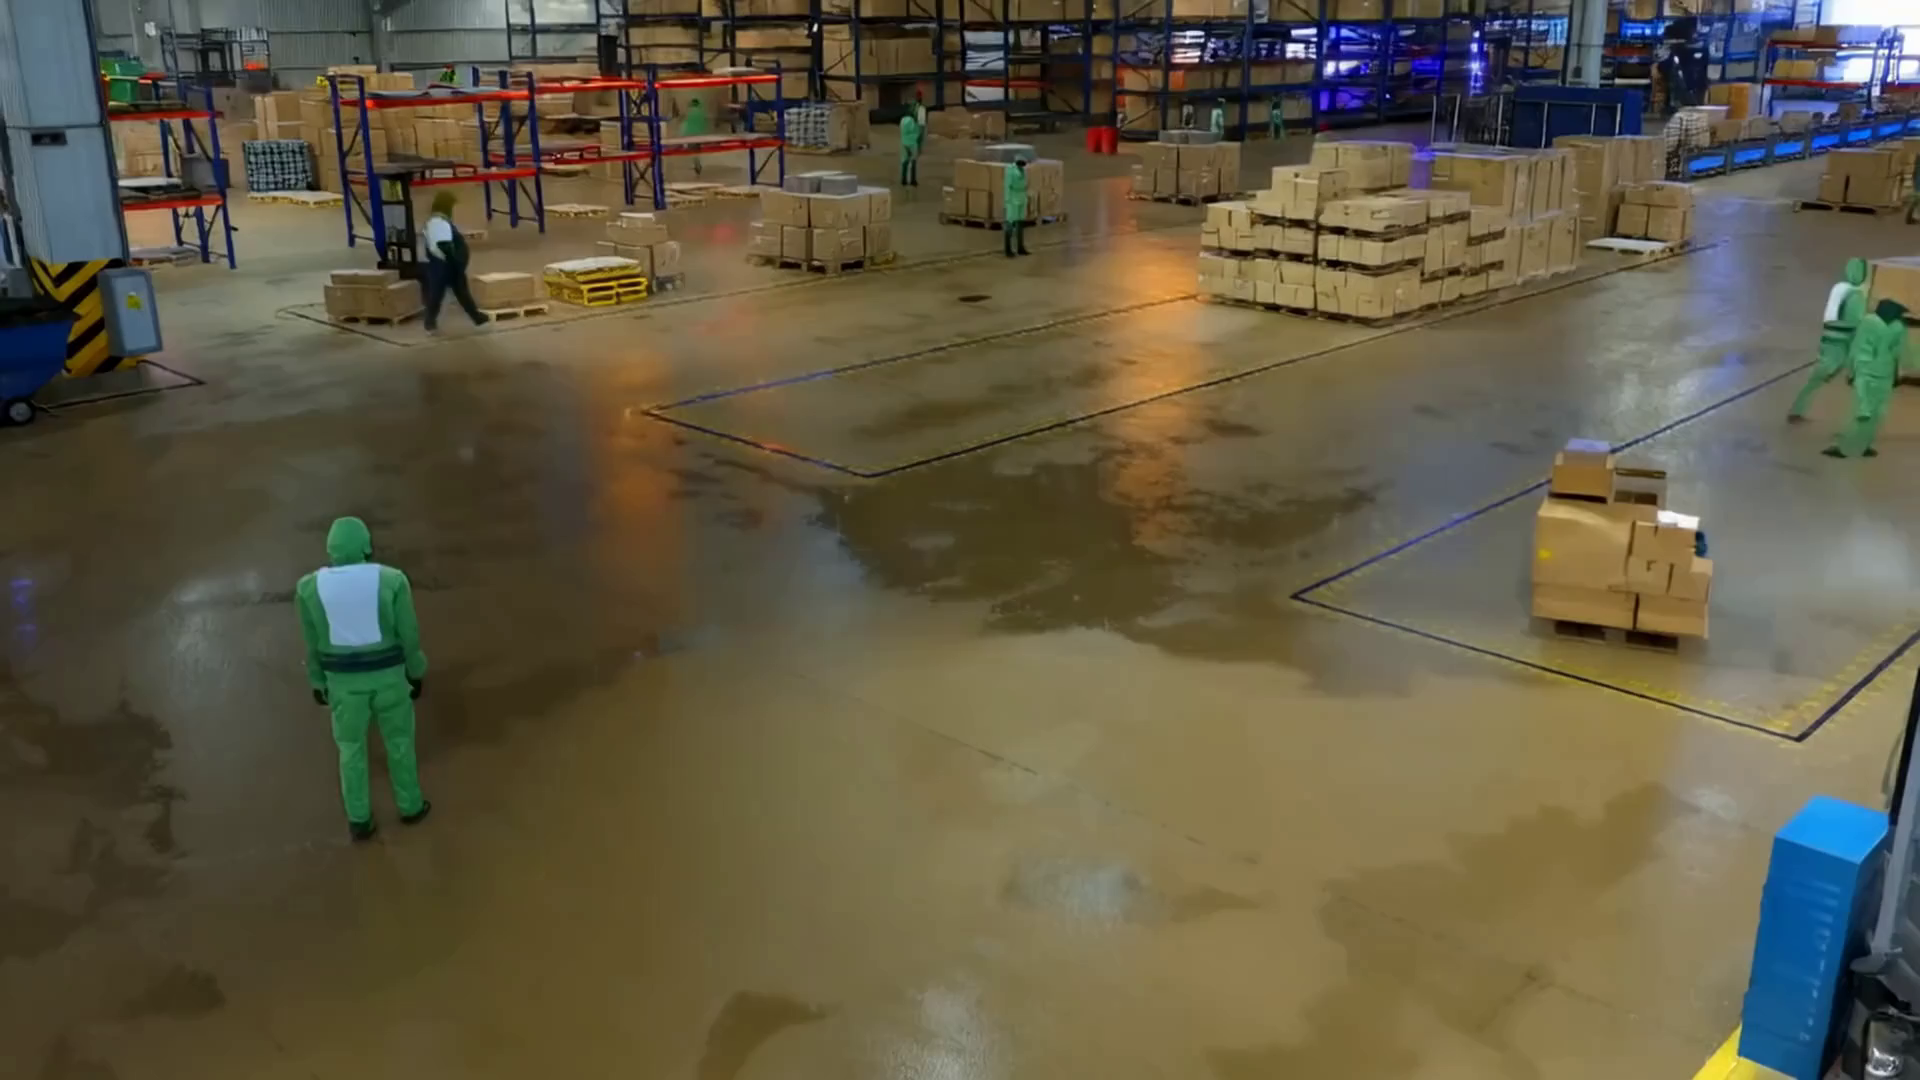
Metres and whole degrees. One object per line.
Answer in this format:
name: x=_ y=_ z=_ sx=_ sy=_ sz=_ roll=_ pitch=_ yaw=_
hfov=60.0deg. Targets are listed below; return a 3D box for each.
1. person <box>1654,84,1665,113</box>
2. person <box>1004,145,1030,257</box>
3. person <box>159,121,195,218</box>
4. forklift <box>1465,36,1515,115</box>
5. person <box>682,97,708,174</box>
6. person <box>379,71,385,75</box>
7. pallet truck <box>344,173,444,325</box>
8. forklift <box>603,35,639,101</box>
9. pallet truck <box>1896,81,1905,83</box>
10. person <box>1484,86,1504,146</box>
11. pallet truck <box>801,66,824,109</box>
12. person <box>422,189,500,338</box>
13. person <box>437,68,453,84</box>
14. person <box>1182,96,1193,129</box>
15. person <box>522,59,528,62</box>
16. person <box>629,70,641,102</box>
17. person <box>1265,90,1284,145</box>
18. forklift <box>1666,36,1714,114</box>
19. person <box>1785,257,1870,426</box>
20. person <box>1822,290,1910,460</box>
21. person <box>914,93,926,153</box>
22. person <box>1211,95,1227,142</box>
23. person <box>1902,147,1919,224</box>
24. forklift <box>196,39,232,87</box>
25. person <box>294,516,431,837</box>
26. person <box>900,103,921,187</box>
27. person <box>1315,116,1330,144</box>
person: x=22.472 y=-13.799 z=53.325 sx=0.572 sy=1.615 sz=0.514 roll=1 pitch=18 yaw=4
person: x=1.031 y=-5.949 z=29.202 sx=0.542 sy=1.928 sz=0.400 roll=-14 pitch=23 yaw=-36
person: x=-16.144 y=-7.615 z=34.196 sx=0.635 sy=1.937 sz=0.353 roll=12 pitch=22 yaw=32
forklift: x=19.973 y=-17.201 z=61.605 sx=1.873 sy=2.768 sz=1.129 roll=16 pitch=24 yaw=40
person: x=-6.674 y=-10.195 z=41.995 sx=0.639 sy=1.924 sz=0.547 roll=-5 pitch=19 yaw=-13
person: x=-19.617 y=-15.032 z=56.697 sx=0.429 sy=1.844 sz=0.625 roll=7 pitch=20 yaw=20
pallet truck: x=-8.209 y=-4.181 z=23.757 sx=0.823 sy=1.965 sz=1.885 roll=3 pitch=19 yaw=9
forklift: x=-13.150 y=-17.640 z=62.928 sx=1.873 sy=2.768 sz=1.129 roll=0 pitch=18 yaw=-1
pallet truck: x=34.802 y=-16.331 z=61.455 sx=0.653 sy=1.274 sz=1.630 roll=17 pitch=25 yaw=41
person: x=15.863 y=-12.583 z=49.434 sx=0.533 sy=1.767 sz=0.326 roll=8 pitch=20 yaw=22
pallet truck: x=-4.812 y=-15.182 z=56.903 sx=0.823 sy=1.965 sz=1.885 roll=-9 pitch=21 yaw=-26
person: x=-6.834 y=-3.743 z=22.370 sx=1.030 sy=2.000 sz=0.702 roll=-2 pitch=18 yaw=-6
person: x=-17.613 y=-15.195 z=57.028 sx=0.545 sy=1.942 sz=0.354 roll=-8 pitch=20 yaw=-22
person: x=6.428 y=-11.736 z=47.080 sx=0.306 sy=1.640 sz=0.522 roll=7 pitch=20 yaw=20
person: x=-16.262 y=-17.038 z=62.498 sx=0.383 sy=1.993 sz=0.622 roll=7 pitch=20 yaw=21
person: x=-11.045 y=-14.856 z=56.061 sx=0.593 sy=1.910 sz=0.383 roll=-13 pitch=23 yaw=-35
person: x=9.601 y=-12.795 z=50.335 sx=0.528 sy=1.599 sz=0.845 roll=16 pitch=24 yaw=39
forklift: x=27.341 y=-17.291 z=61.877 sx=1.129 sy=2.768 sz=1.873 roll=17 pitch=25 yaw=41
person: x=9.414 y=-2.093 z=17.749 sx=1.009 sy=1.832 sz=0.586 roll=2 pitch=18 yaw=7
person: x=9.070 y=-1.645 z=16.605 sx=0.619 sy=1.685 sz=0.350 roll=1 pitch=18 yaw=4
person: x=-1.160 y=-11.846 z=47.336 sx=0.322 sy=1.689 sz=0.530 roll=8 pitch=20 yaw=22
person: x=6.611 y=-10.543 z=43.071 sx=0.926 sy=1.909 sz=0.542 roll=-5 pitch=19 yaw=-14
person: x=19.420 y=-7.286 z=33.274 sx=0.980 sy=1.879 sz=0.589 roll=-2 pitch=19 yaw=-7
forklift: x=-26.222 y=-16.221 z=58.652 sx=1.129 sy=2.768 sz=1.873 roll=1 pitch=18 yaw=3
person: x=-3.263 y=0.753 z=9.148 sx=0.622 sy=1.839 sz=0.429 roll=-4 pitch=19 yaw=-11
person: x=-1.160 y=-9.371 z=39.472 sx=0.606 sy=1.955 sz=0.382 roll=14 pitch=23 yaw=35
person: x=7.919 y=-8.477 z=36.959 sx=0.515 sy=1.840 sz=0.830 roll=-16 pitch=24 yaw=-39
